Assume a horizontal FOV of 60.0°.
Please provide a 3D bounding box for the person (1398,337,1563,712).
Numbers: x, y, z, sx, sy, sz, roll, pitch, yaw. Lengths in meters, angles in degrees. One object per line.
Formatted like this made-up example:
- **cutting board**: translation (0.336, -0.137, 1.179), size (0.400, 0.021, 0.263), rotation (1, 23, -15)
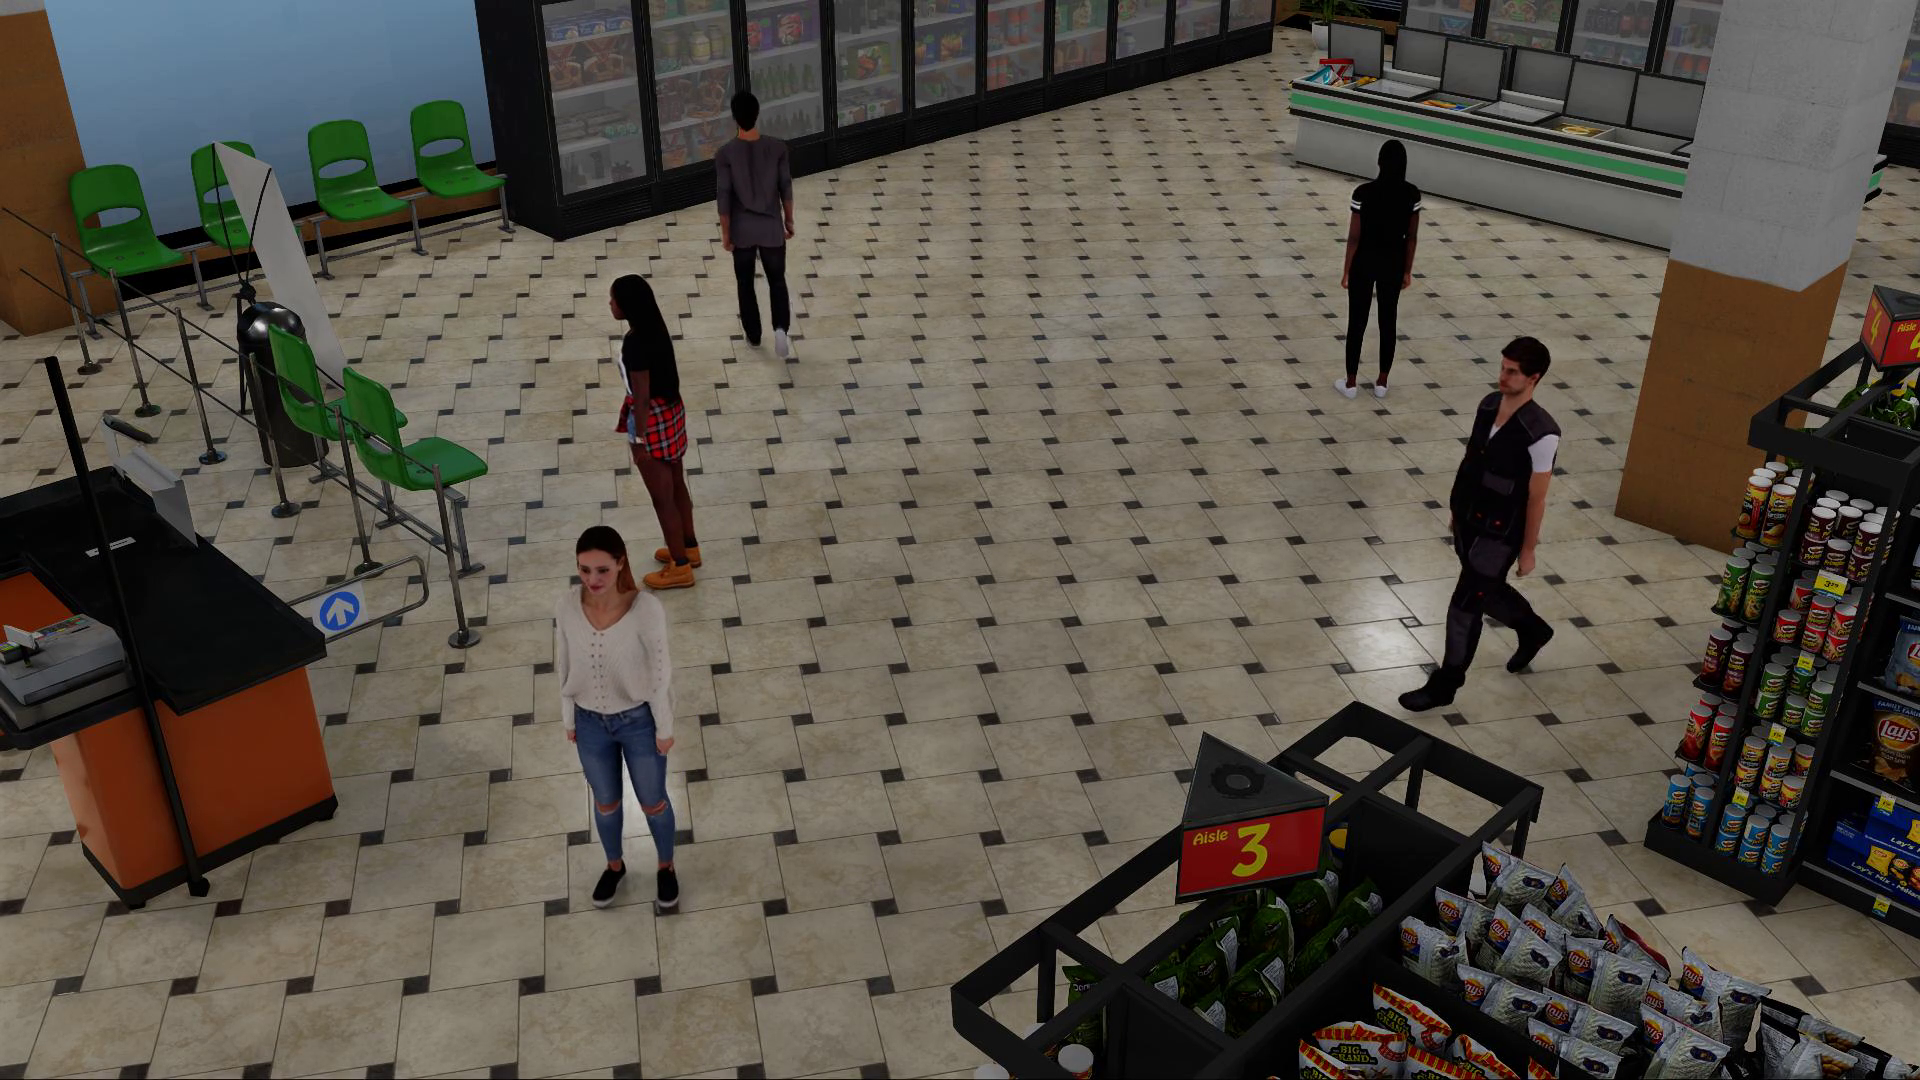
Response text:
- **person**: translation (2.527, -0.066, 7.662), size (1.038, 1.821, 1.173), rotation (-10, 30, -17)

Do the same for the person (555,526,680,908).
- **person**: translation (-1.303, 0.689, 6.416), size (0.678, 1.690, 0.765), rotation (4, 29, 8)

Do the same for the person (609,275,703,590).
- **person**: translation (-1.579, -0.565, 8.684), size (0.768, 1.718, 0.716), rotation (3, 29, 5)

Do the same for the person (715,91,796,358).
- **person**: translation (-1.377, -2.120, 11.411), size (0.977, 1.835, 1.101), rotation (-7, 29, -12)

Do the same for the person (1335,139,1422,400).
- **person**: translation (2.727, -1.762, 10.865), size (0.712, 1.729, 0.770), rotation (0, 29, -1)
